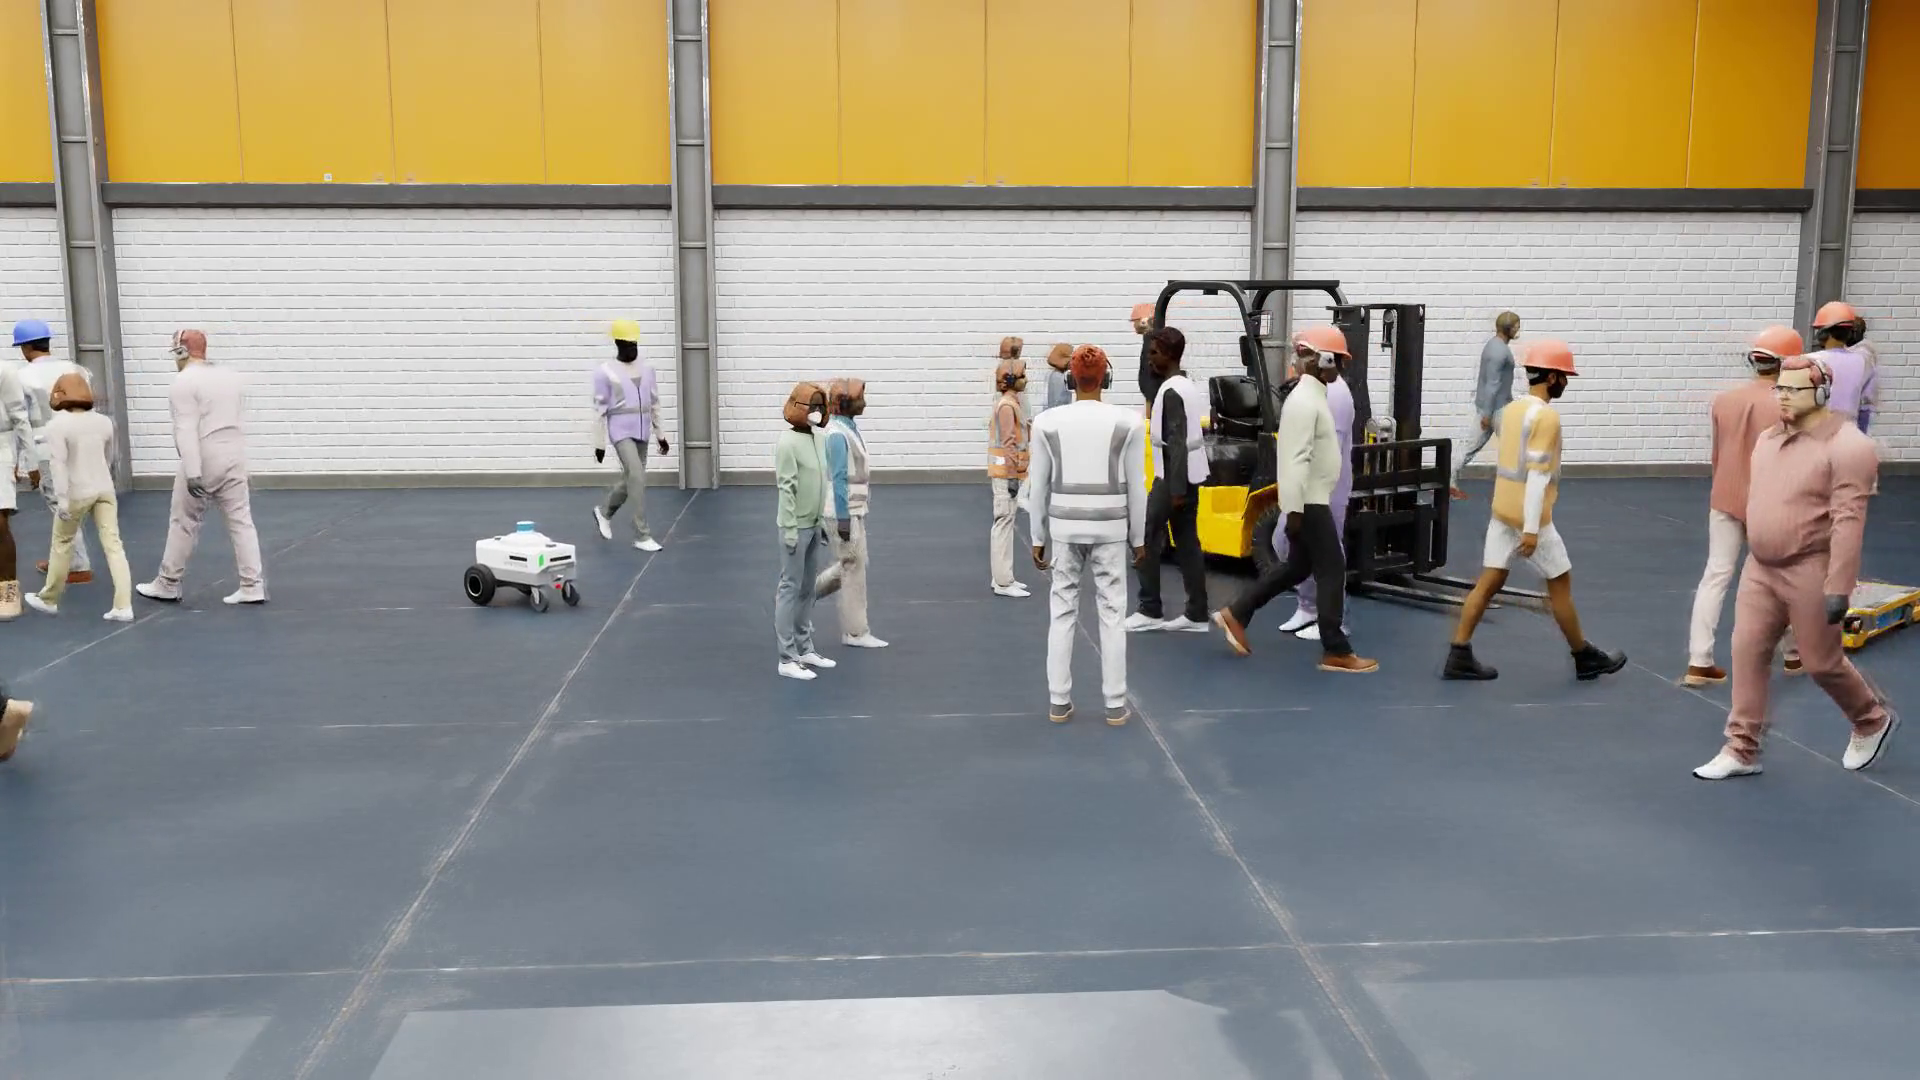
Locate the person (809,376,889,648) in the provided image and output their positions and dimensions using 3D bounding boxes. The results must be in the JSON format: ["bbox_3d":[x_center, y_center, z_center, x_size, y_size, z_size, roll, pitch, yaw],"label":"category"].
[{"bbox_3d":[-0.725,-0.161,9.873,0.559,1.623,0.520,1,9,6],"label":"person"}]

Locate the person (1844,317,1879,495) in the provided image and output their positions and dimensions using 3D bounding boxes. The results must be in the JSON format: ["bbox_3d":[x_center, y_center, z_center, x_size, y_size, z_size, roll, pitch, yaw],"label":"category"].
[{"bbox_3d":[8.921,-1.338,16.722,0.771,1.801,0.661,2,9,12],"label":"person"}]

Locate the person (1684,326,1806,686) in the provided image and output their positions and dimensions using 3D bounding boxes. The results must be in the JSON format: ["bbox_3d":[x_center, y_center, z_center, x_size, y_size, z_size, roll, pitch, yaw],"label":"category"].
[{"bbox_3d":[4.333,-0.182,9.016,1.023,1.939,0.621,-6,11,-32],"label":"person"}]

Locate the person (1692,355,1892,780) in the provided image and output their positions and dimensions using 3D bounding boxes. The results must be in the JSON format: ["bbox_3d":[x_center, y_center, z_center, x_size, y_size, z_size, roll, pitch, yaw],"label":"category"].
[{"bbox_3d":[3.708,0.128,7.276,0.883,1.878,0.647,-3,10,-18],"label":"person"}]

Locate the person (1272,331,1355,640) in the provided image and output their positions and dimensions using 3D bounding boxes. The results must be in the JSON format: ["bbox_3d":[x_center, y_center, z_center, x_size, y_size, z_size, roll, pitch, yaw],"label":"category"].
[{"bbox_3d":[2.124,-0.318,10.056,0.527,1.874,0.669,-1,9,-4],"label":"person"}]

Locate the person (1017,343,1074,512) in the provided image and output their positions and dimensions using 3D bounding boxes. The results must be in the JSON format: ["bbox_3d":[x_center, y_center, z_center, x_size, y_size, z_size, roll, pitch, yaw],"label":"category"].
[{"bbox_3d":[0.884,-1.029,15.411,0.819,1.599,0.510,-1,9,-6],"label":"person"}]

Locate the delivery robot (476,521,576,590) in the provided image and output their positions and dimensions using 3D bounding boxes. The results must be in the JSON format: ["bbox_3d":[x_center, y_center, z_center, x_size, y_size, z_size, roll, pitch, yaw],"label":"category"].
[{"bbox_3d":[-2.914,0.119,11.167,0.707,0.478,0.477,6,11,35],"label":"delivery robot"}]

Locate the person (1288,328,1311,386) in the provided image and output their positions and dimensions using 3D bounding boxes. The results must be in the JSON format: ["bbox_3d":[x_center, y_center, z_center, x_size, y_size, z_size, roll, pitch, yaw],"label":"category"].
[{"bbox_3d":[3.550,-1.298,16.798,0.320,1.692,0.532,-9,13,-43],"label":"person"}]

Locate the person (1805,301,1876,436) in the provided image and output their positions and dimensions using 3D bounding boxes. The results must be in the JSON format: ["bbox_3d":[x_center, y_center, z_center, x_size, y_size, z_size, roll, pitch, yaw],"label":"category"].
[{"bbox_3d":[6.134,-0.673,11.825,0.646,2.025,0.443,-1,9,-7],"label":"person"}]

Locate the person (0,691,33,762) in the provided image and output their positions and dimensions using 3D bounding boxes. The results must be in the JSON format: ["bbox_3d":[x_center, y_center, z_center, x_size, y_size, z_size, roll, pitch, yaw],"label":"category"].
[{"bbox_3d":[-4.596,0.034,7.347,0.844,2.000,0.687,-1,9,-7],"label":"person"}]

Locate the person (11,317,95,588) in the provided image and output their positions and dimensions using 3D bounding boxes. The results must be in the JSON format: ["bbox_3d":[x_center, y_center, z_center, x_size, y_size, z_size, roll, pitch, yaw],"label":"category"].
[{"bbox_3d":[-6.529,-0.620,11.844,0.837,1.910,0.628,4,10,21],"label":"person"}]

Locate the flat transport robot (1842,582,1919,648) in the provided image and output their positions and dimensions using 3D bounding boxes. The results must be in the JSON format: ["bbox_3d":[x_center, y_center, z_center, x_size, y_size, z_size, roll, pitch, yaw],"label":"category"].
[{"bbox_3d":[5.486,0.429,10.402,1.431,0.197,0.652,-9,13,-44],"label":"flat transport robot"}]

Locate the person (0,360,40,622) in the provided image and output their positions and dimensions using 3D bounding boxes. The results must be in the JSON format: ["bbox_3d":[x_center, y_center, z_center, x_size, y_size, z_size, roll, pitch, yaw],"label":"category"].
[{"bbox_3d":[-6.264,-0.468,10.581,0.632,2.006,0.669,-2,9,-13],"label":"person"}]

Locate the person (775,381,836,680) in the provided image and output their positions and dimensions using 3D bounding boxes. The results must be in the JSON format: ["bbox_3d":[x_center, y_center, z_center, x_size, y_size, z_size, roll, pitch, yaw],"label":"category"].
[{"bbox_3d":[-0.859,-0.061,9.216,0.285,1.632,0.499,3,10,20],"label":"person"}]

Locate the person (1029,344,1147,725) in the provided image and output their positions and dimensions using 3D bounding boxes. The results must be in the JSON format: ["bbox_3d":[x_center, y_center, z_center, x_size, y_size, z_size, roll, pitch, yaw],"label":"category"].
[{"bbox_3d":[0.628,-0.020,8.203,0.580,1.879,0.345,2,9,12],"label":"person"}]

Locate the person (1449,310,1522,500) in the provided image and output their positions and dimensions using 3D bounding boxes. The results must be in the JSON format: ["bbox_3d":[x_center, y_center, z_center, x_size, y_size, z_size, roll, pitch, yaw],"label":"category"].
[{"bbox_3d":[5.176,-1.286,16.165,1.048,1.884,0.631,2,9,11],"label":"person"}]

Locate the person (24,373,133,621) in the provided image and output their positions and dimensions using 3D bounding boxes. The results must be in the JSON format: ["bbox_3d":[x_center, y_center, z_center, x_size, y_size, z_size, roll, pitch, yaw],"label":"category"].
[{"bbox_3d":[-5.668,-0.273,10.697,0.854,1.579,0.500,4,10,26],"label":"person"}]

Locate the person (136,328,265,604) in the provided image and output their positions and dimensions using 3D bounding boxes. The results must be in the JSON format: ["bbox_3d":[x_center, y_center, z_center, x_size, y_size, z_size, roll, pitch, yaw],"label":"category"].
[{"bbox_3d":[-5.129,-0.484,11.181,0.961,1.853,0.654,3,9,16],"label":"person"}]

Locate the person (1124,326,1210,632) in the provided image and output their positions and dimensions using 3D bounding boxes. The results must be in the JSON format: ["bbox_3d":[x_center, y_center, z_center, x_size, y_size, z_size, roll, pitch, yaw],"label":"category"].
[{"bbox_3d":[1.233,-0.365,10.301,0.734,1.885,0.611,2,9,14],"label":"person"}]

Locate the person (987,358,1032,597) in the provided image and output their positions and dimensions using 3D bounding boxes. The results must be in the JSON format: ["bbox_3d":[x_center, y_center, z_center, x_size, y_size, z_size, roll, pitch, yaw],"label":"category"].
[{"bbox_3d":[0.341,-0.432,11.523,0.312,1.642,0.512,0,9,0],"label":"person"}]

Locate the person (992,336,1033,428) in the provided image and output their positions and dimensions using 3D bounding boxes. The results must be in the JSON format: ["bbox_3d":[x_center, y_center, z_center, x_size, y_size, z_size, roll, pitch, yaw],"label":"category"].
[{"bbox_3d":[0.528,-1.157,16.118,0.444,1.624,0.527,-3,10,-18],"label":"person"}]

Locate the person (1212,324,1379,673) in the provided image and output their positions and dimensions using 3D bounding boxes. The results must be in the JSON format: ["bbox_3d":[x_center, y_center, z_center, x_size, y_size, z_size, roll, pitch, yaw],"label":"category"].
[{"bbox_3d":[1.899,-0.241,9.385,0.874,1.951,0.632,2,9,13],"label":"person"}]

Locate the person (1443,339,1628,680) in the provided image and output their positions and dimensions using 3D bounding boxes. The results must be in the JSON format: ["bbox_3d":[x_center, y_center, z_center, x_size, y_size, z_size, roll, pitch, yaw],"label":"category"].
[{"bbox_3d":[3.123,-0.151,9.043,1.021,1.870,0.551,-1,9,-8],"label":"person"}]

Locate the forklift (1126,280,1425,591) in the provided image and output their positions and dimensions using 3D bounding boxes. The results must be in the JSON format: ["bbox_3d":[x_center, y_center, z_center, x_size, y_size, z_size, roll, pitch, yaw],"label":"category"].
[{"bbox_3d":[2.301,-0.860,12.475,1.214,2.155,2.313,-6,11,-35],"label":"forklift"}]

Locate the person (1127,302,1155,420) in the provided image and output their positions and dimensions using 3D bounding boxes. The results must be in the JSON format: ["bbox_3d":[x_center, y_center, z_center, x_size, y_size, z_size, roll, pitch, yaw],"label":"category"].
[{"bbox_3d":[2.084,-1.397,16.638,0.875,1.954,0.649,1,9,9],"label":"person"}]

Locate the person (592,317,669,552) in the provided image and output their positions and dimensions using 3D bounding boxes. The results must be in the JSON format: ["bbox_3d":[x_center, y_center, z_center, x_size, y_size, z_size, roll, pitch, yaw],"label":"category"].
[{"bbox_3d":[-2.740,-0.877,13.545,0.895,1.888,0.588,7,11,36],"label":"person"}]
